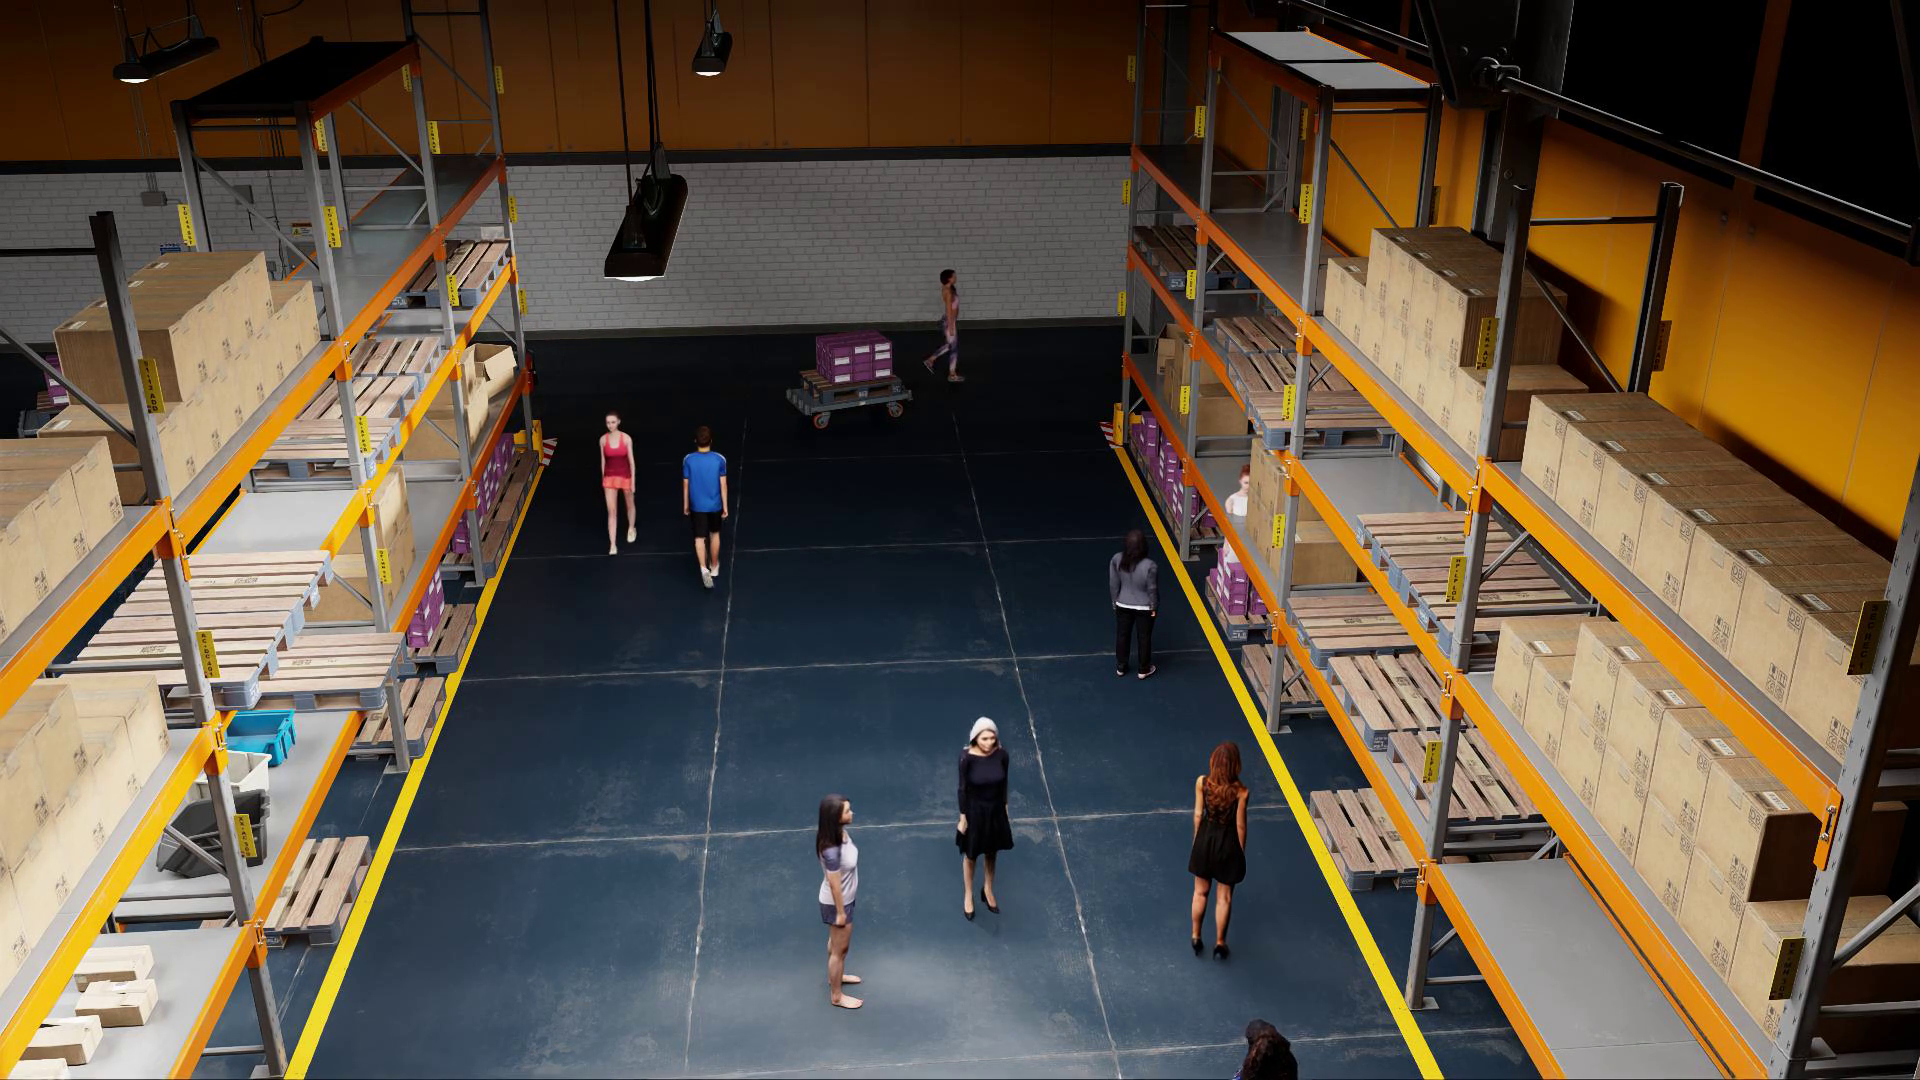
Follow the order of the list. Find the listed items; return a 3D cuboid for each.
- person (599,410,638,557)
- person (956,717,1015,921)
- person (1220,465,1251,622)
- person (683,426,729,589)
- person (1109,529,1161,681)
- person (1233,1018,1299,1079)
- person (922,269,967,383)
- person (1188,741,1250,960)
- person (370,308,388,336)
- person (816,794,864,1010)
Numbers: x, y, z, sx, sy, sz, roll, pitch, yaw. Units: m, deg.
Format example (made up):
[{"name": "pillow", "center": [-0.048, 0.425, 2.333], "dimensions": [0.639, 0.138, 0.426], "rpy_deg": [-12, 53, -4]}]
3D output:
[{"name": "person", "center": [-3.973, -0.723, 19.524], "dimensions": [0.549, 1.714, 1.087], "rpy_deg": [-2, 24, -5]}, {"name": "person", "center": [0.186, 2.149, 12.914], "dimensions": [0.661, 1.747, 0.649], "rpy_deg": [-8, 25, -19]}, {"name": "person", "center": [2.983, 0.043, 17.677], "dimensions": [0.565, 1.791, 0.512], "rpy_deg": [-3, 24, -8]}, {"name": "person", "center": [-2.827, -0.351, 18.513], "dimensions": [0.706, 1.842, 1.130], "rpy_deg": [-4, 24, -8]}, {"name": "person", "center": [1.751, 0.628, 16.579], "dimensions": [0.794, 1.597, 0.827], "rpy_deg": [11, 26, 24]}, {"name": "person", "center": [1.823, 3.582, 9.850], "dimensions": [0.653, 1.576, 1.077], "rpy_deg": [-4, 24, -9]}, {"name": "person", "center": [-0.241, -3.251, 25.257], "dimensions": [0.670, 1.755, 0.826], "rpy_deg": [-4, 24, -8]}, {"name": "person", "center": [1.918, 2.323, 12.406], "dimensions": [0.653, 1.835, 0.670], "rpy_deg": [10, 26, 22]}, {"name": "person", "center": [-8.395, -2.729, 24.325], "dimensions": [0.669, 1.545, 0.763], "rpy_deg": [-9, 25, -21]}, {"name": "person", "center": [-0.875, 2.570, 12.002], "dimensions": [0.655, 1.706, 0.468], "rpy_deg": [-1, 24, -2]}]
